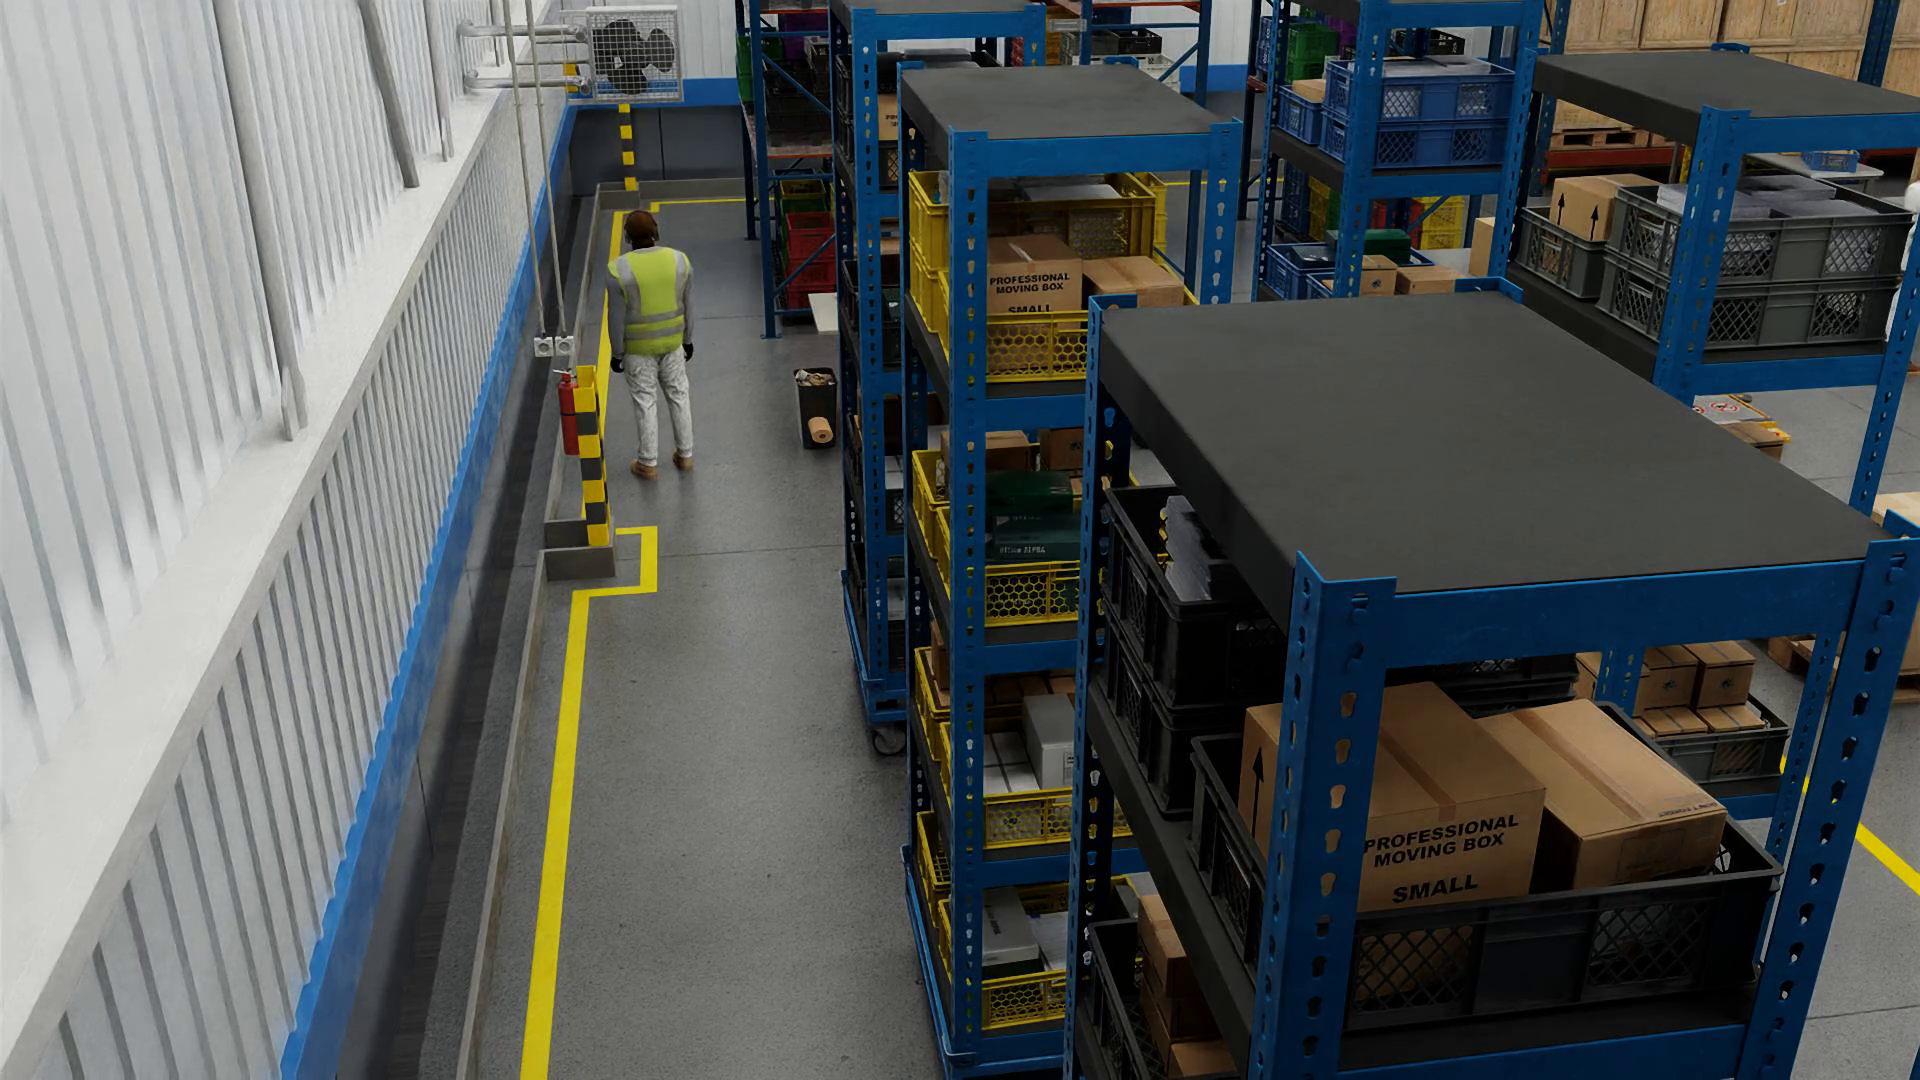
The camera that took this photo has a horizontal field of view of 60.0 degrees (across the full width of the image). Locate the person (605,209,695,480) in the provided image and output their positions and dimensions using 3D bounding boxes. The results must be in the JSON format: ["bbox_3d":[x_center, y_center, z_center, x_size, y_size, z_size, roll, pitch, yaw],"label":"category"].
[{"bbox_3d":[-2.094,-1.325,11.282,0.631,1.839,0.428,-16,29,-31],"label":"person"}]

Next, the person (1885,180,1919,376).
[{"bbox_3d":[7.588,-2.203,13.140,0.573,1.883,0.359,-11,27,-22],"label":"person"}]
